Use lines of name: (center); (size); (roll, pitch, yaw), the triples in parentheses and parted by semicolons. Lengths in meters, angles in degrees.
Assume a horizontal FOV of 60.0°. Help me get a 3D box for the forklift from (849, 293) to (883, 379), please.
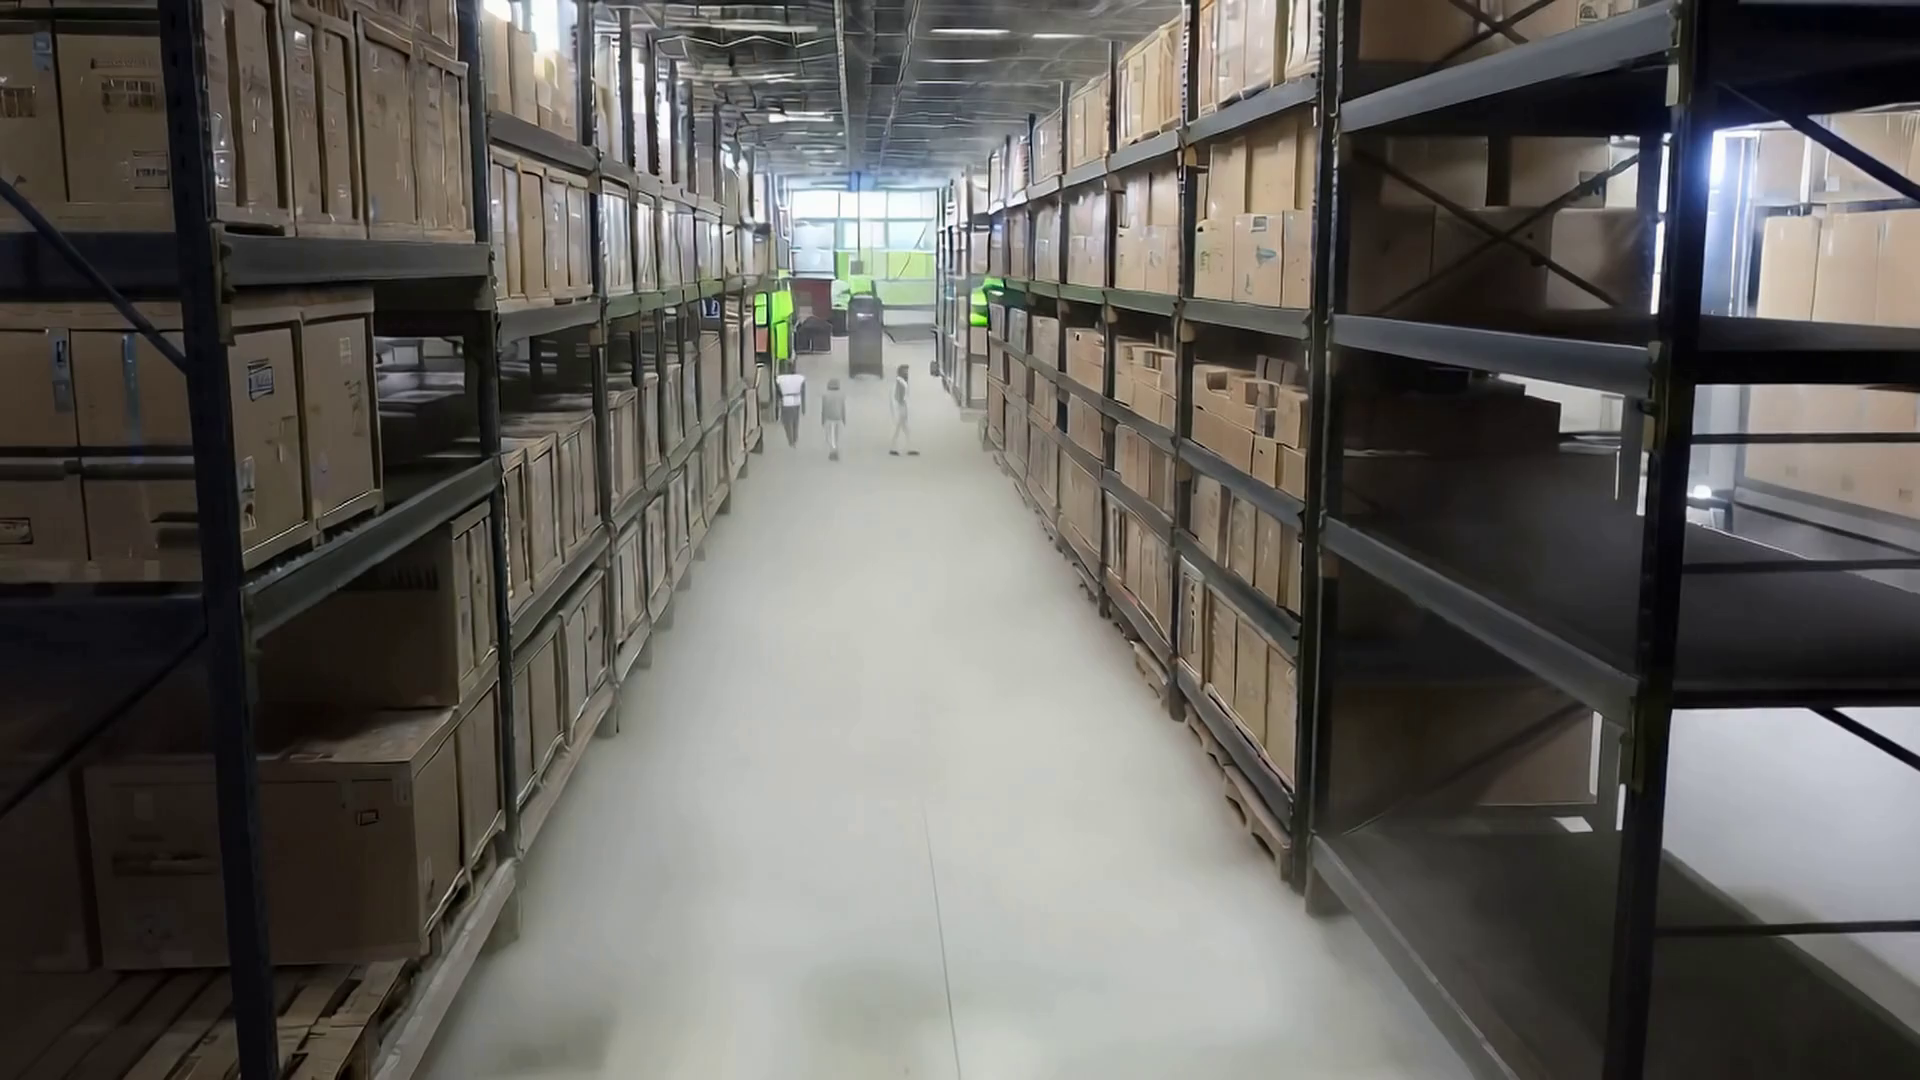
forklift: (-3.118, -6.744, 54.754); (1.129, 2.768, 1.873); (-1, 10, -3)

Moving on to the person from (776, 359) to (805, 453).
person: (-3.423, -2.714, 33.699); (0.599, 1.887, 0.852); (-3, 10, -17)

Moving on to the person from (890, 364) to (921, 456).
person: (-1.132, -2.561, 32.956); (0.630, 1.810, 0.637); (3, 10, 20)

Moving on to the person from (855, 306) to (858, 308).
person: (-5.538, -12.171, 90.329); (0.636, 1.814, 1.034); (7, 12, 36)

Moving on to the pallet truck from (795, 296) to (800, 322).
pallet truck: (-8.622, -12.439, 91.403); (1.885, 1.965, 0.823); (2, 10, 13)

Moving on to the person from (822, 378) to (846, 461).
person: (-2.442, -2.328, 32.129); (0.519, 1.617, 0.345); (-4, 11, -25)
